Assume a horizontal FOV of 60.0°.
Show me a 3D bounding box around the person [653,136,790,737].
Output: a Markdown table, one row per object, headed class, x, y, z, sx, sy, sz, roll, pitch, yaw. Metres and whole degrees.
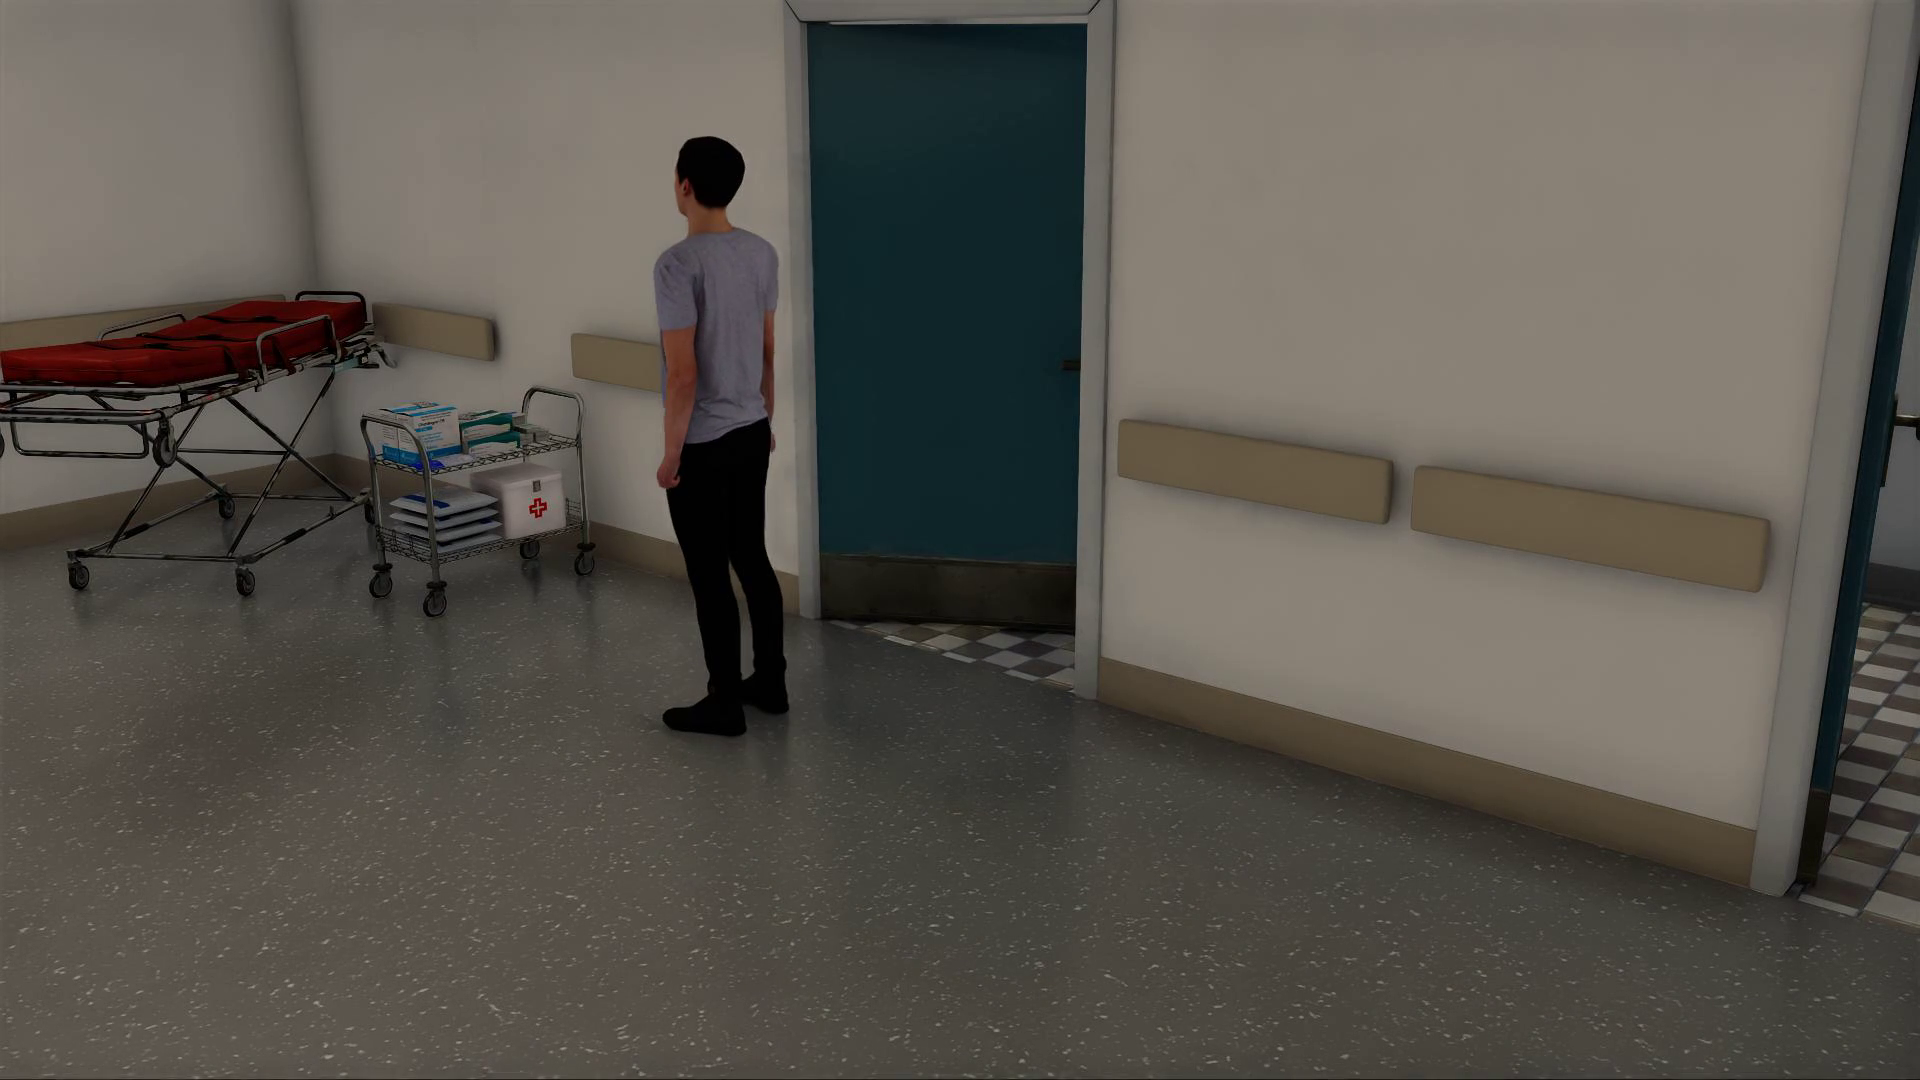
| class | x | y | z | sx | sy | sz | roll | pitch | yaw |
| --- | --- | --- | --- | --- | --- | --- | --- | --- | --- |
| person | -0.753 | -0.309 | 5.221 | 0.573 | 1.862 | 0.698 | 10 | 18 | 31 |
